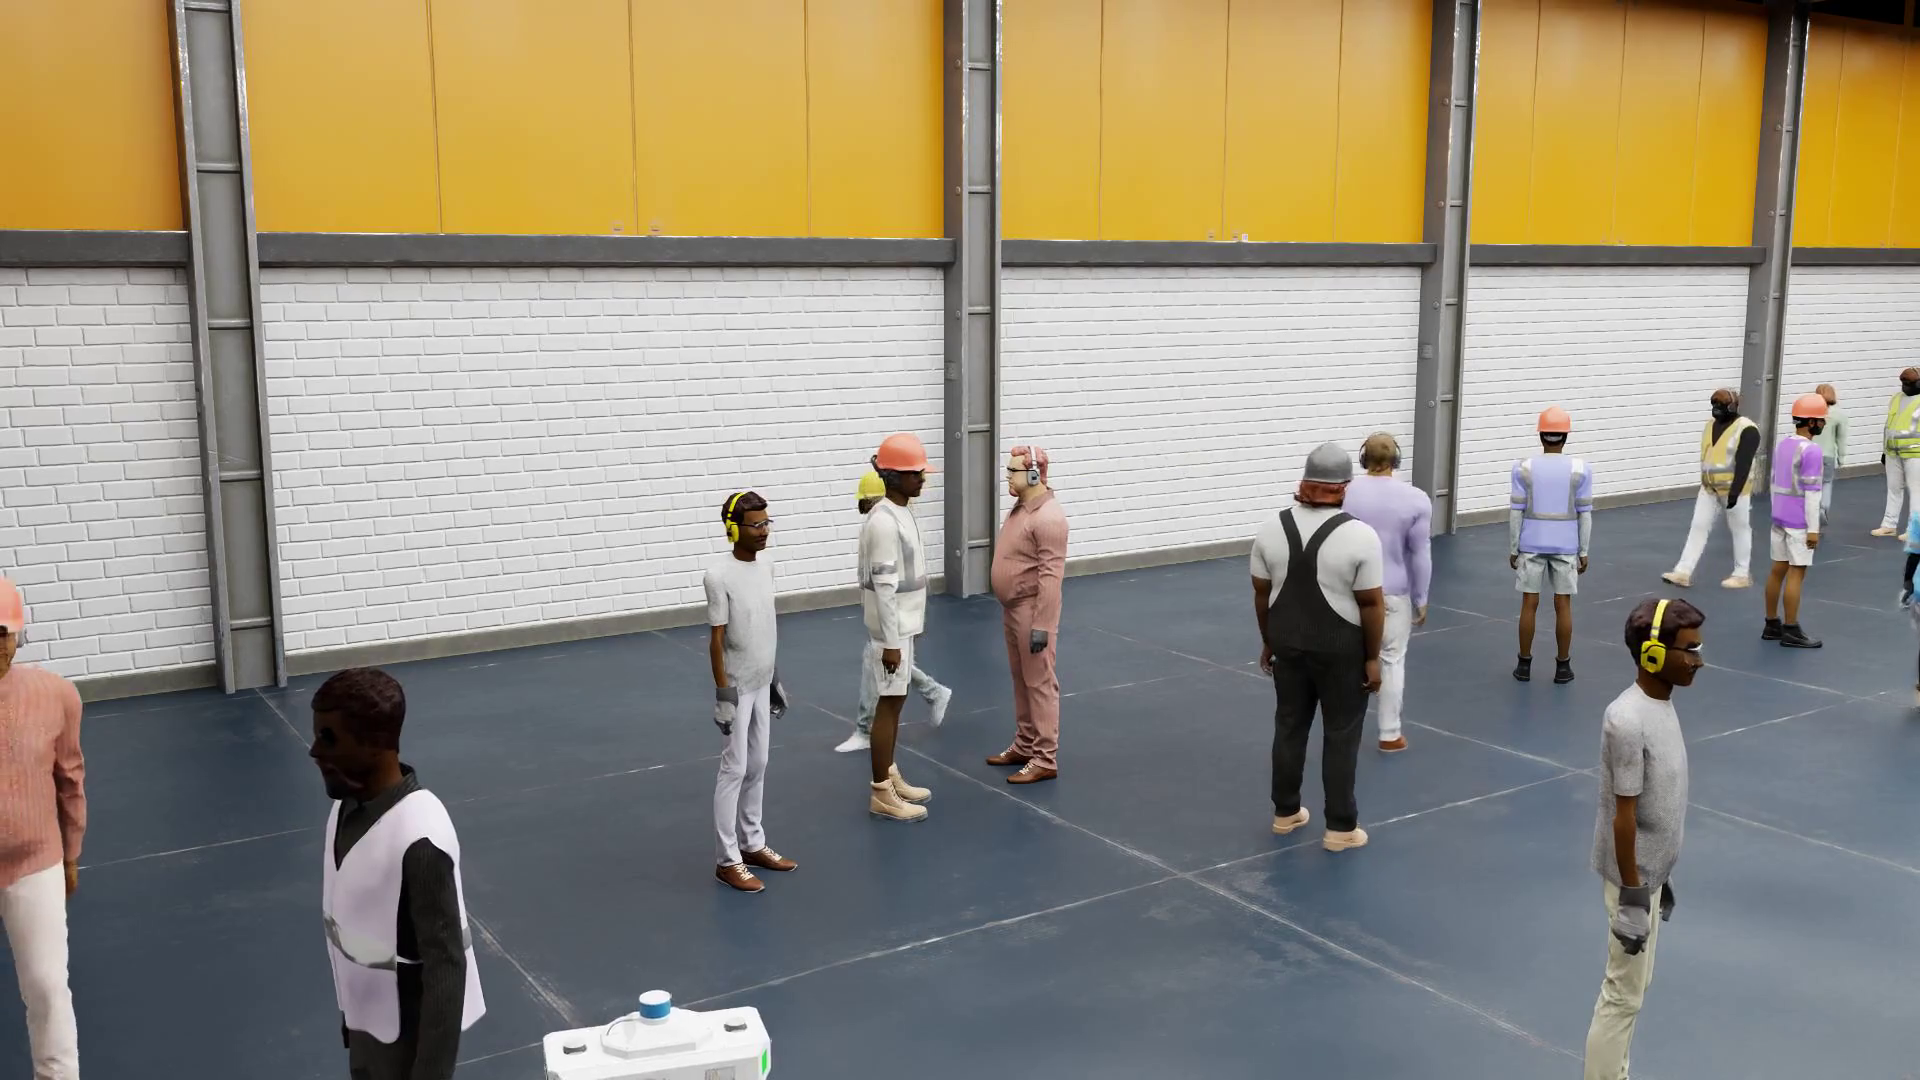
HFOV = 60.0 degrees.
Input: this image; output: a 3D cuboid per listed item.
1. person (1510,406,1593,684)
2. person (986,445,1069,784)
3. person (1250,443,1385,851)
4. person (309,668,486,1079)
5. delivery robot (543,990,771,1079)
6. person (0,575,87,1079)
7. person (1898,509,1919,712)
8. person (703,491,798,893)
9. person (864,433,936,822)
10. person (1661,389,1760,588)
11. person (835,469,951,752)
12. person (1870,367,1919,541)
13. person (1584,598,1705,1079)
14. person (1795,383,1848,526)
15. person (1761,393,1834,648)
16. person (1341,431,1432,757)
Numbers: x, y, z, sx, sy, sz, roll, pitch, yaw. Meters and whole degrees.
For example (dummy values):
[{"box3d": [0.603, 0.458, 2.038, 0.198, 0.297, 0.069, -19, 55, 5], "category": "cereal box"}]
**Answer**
[{"box3d": [4.101, 0.037, 11.588, 0.545, 1.940, 0.352, 3, 10, 19], "category": "person"}, {"box3d": [0.375, 0.413, 9.421, 0.408, 1.909, 0.642, -3, 10, -16], "category": "person"}, {"box3d": [1.832, 0.516, 8.397, 0.690, 2.000, 0.573, 8, 12, 39], "category": "person"}, {"box3d": [-1.446, 1.257, 4.308, 0.374, 1.915, 0.596, -7, 12, -37], "category": "person"}, {"box3d": [-0.985, 1.709, 5.398, 0.707, 0.478, 0.477, -3, 10, -17], "category": "delivery robot"}, {"box3d": [-3.206, 1.048, 5.505, 0.606, 1.952, 1.057, -7, 12, -37], "category": "person"}, {"box3d": [6.298, 0.340, 10.528, 0.563, 1.671, 0.634, 9, 13, 43], "category": "person"}, {"box3d": [-0.988, 0.697, 7.821, 0.328, 1.872, 0.513, 4, 10, 25], "category": "person"}, {"box3d": [-0.310, 0.451, 8.782, 0.382, 2.041, 0.616, 1, 9, 5], "category": "person"}, {"box3d": [6.764, -0.441, 14.872, 0.907, 1.797, 0.636, -4, 10, -21], "category": "person"}, {"box3d": [-0.395, 0.404, 10.063, 0.766, 1.714, 0.489, -5, 11, -29], "category": "person"}, {"box3d": [10.023, -0.910, 17.613, 0.430, 1.838, 0.619, -3, 10, -19], "category": "person"}, {"box3d": [2.217, 1.104, 5.376, 0.328, 1.871, 0.510, 6, 11, 30], "category": "person"}, {"box3d": [9.465, -0.921, 18.332, 0.505, 1.622, 0.403, 5, 11, 27], "category": "person"}, {"box3d": [6.416, -0.150, 12.721, 0.375, 1.938, 0.547, 0, 9, -1], "category": "person"}, {"box3d": [2.461, 0.323, 9.891, 0.669, 1.930, 0.376, 4, 10, 20], "category": "person"}]
